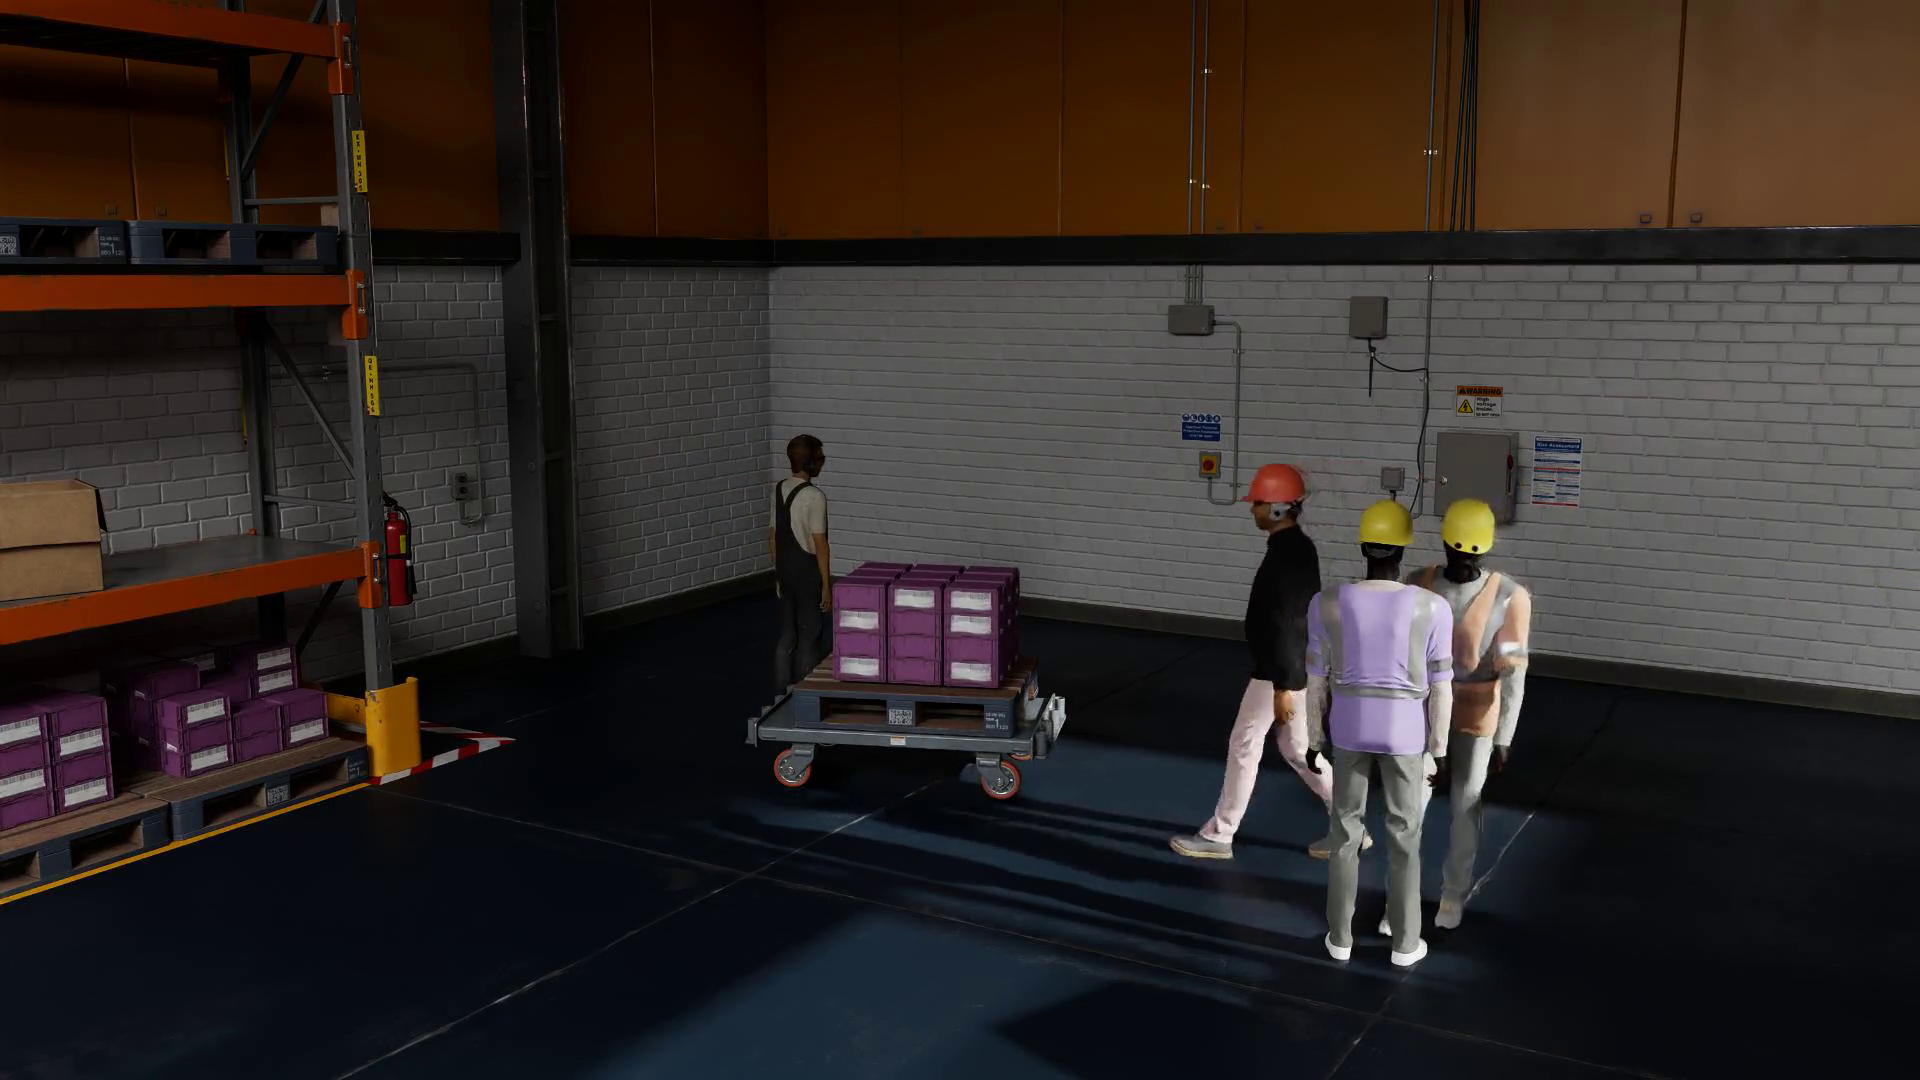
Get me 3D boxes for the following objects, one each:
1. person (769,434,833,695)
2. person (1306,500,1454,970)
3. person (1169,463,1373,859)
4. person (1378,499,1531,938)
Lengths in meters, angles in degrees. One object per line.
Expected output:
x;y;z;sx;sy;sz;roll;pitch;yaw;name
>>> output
-0.983;0.259;10.415;0.325;1.843;0.516;-9;13;-43;person
1.705;0.796;6.804;0.585;1.928;0.370;3;10;19;person
1.528;0.602;7.964;0.875;1.959;0.631;4;10;23;person
2.093;0.764;7.056;0.601;1.898;0.615;6;11;32;person
